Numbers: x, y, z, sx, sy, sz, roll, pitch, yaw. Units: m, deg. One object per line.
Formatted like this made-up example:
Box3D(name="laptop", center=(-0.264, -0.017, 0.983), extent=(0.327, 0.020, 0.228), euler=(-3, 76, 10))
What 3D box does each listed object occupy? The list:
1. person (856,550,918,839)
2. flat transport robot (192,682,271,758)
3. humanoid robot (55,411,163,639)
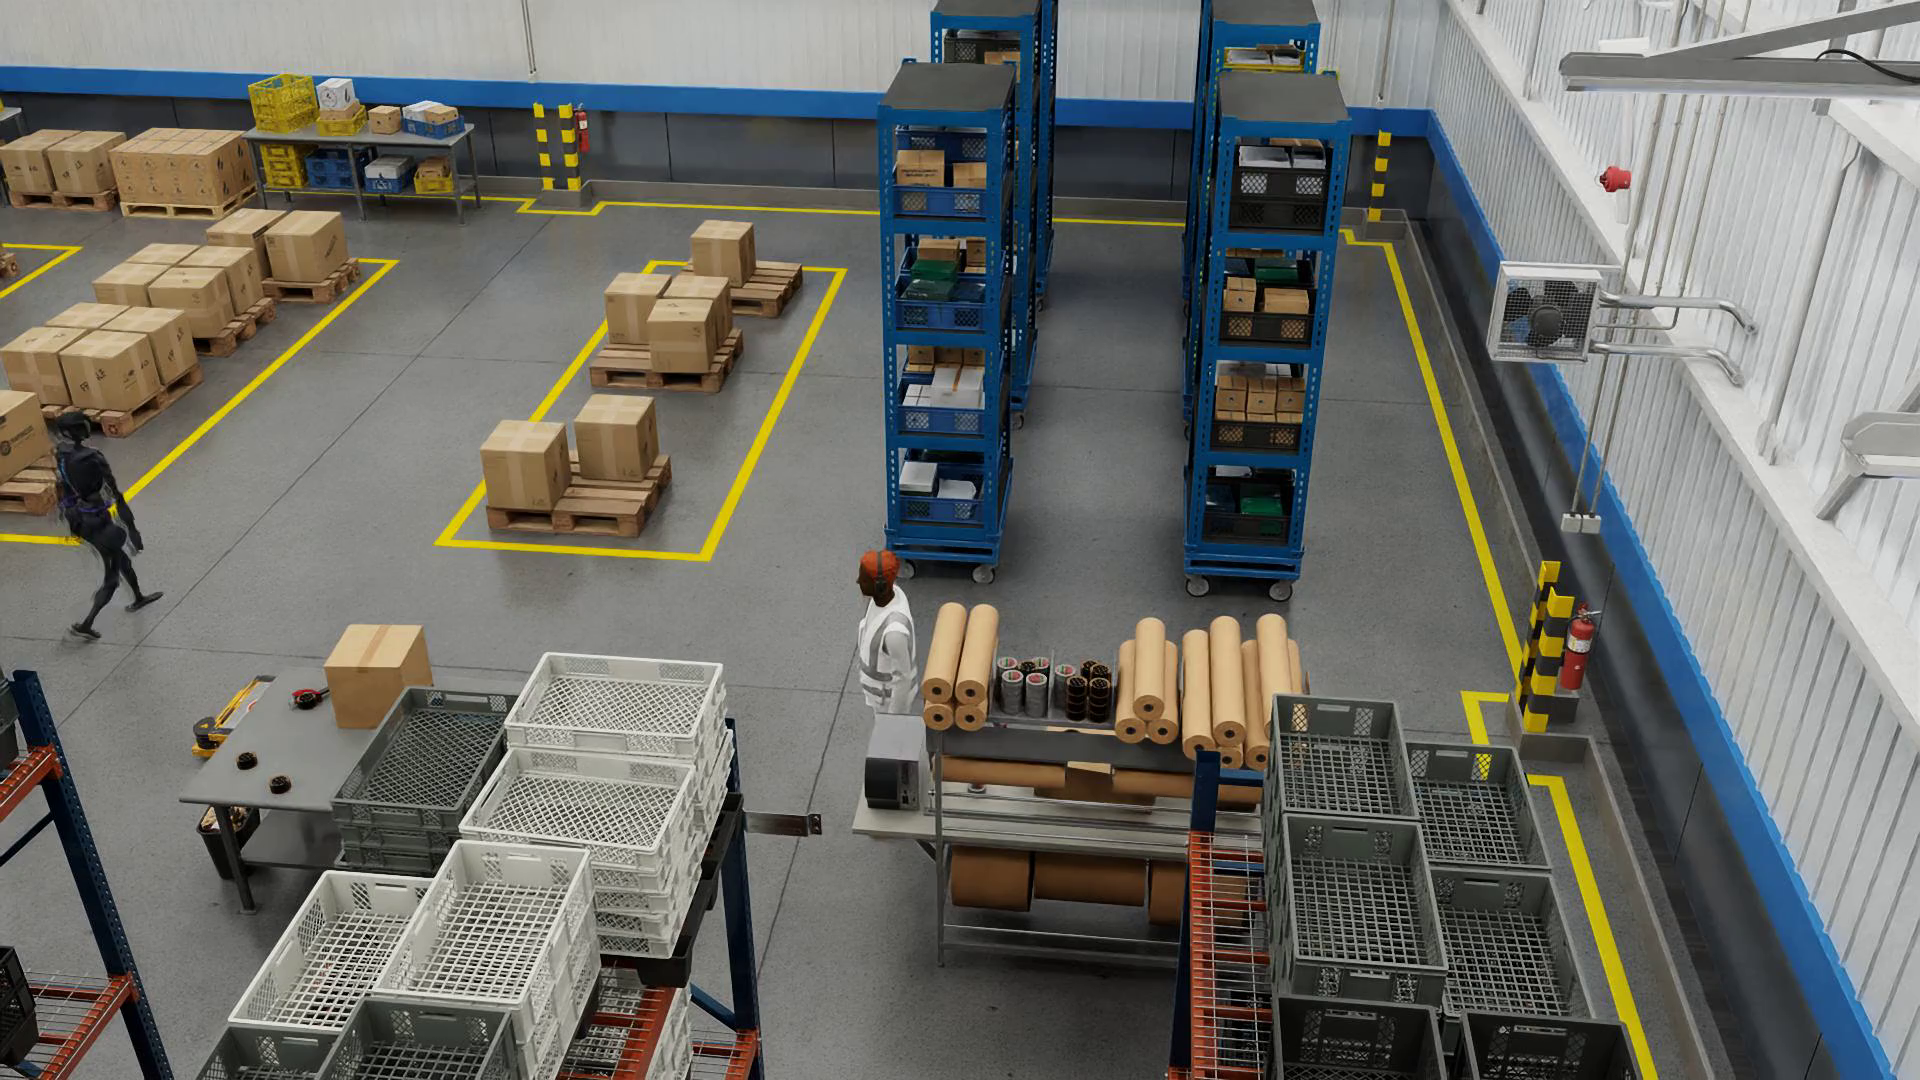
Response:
Box3D(name="person", center=(-0.415, 0.878, 9.563), extent=(0.337, 1.879, 0.583), euler=(-5, 31, -9))
Box3D(name="flat transport robot", center=(-4.089, 1.163, 10.648), extent=(1.431, 0.197, 0.652), euler=(3, 30, 6))
Box3D(name="humanoid robot", center=(-6.005, -0.120, 11.509), extent=(0.577, 1.630, 0.698), euler=(17, 34, 26))
